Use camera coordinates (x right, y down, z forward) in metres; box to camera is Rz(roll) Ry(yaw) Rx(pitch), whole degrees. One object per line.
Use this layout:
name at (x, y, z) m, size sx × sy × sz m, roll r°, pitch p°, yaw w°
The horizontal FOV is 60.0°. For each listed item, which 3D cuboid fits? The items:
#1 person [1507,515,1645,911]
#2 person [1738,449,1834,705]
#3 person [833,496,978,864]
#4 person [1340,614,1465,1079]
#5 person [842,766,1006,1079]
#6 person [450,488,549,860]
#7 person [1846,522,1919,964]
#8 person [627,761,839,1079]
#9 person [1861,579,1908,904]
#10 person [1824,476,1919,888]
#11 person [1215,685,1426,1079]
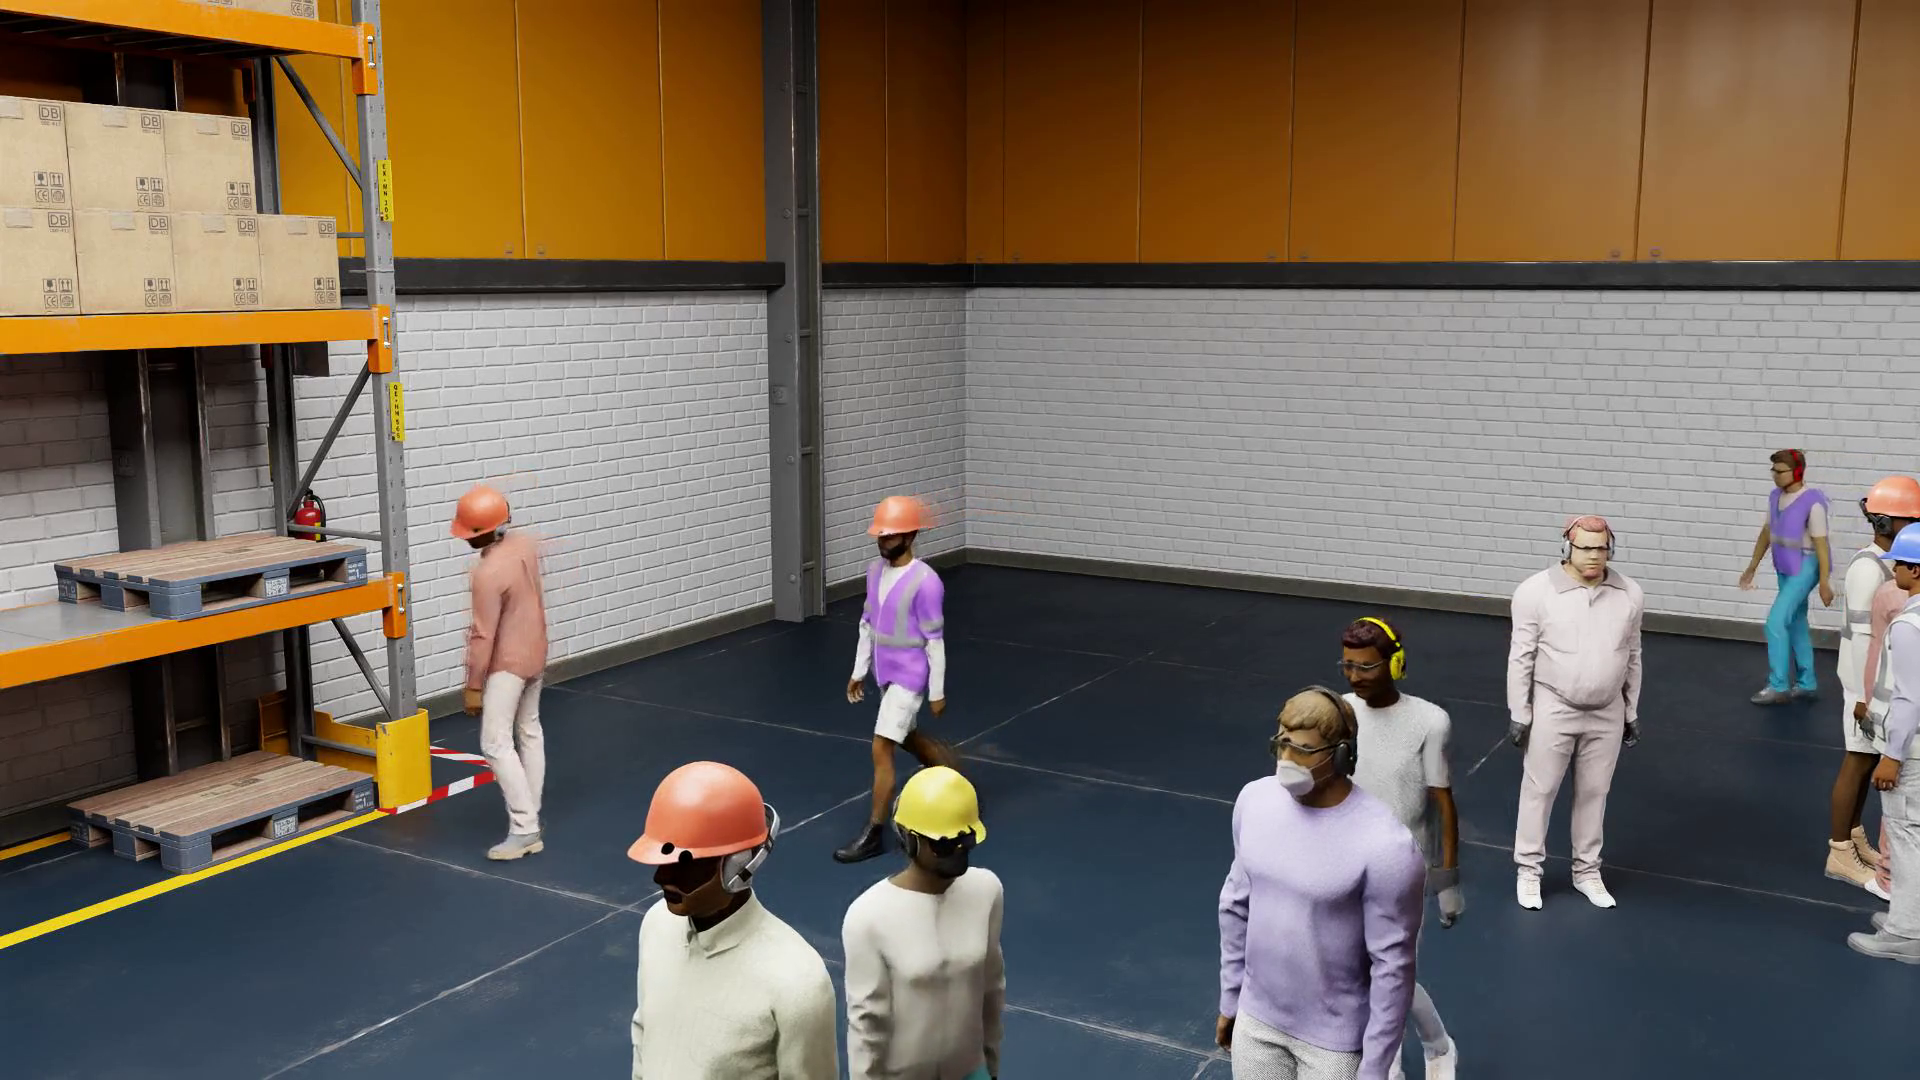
person at (2.937, 0.821, 7.918) m, size 0.651 × 1.904 × 0.403 m, roll 0°, pitch 9°, yaw -3°
person at (5.815, 0.261, 11.733) m, size 0.722 × 1.807 × 0.569 m, roll 0°, pitch 9°, yaw 1°
person at (-0.262, 0.691, 8.771) m, size 0.958 × 1.900 × 0.545 m, roll -6°, pitch 11°, yaw -34°
person at (1.519, 1.176, 5.913) m, size 0.405 × 1.837 × 0.547 m, roll -8°, pitch 12°, yaw -40°
person at (-0.074, 1.452, 4.450) m, size 0.537 × 1.755 × 0.349 m, roll -6°, pitch 11°, yaw -31°
person at (-2.363, 0.675, 8.736) m, size 0.381 × 1.945 × 0.711 m, roll 2°, pitch 9°, yaw 12°
person at (4.214, 0.890, 7.356) m, size 0.606 × 1.947 × 0.406 m, roll -8°, pitch 12°, yaw -40°
person at (-0.528, 1.454, 3.685) m, size 0.622 × 1.993 × 0.381 m, roll 8°, pitch 12°, yaw 41°
person at (4.653, 0.814, 7.947) m, size 0.643 × 1.913 × 0.411 m, roll 3°, pitch 9°, yaw 16°
person at (4.574, 0.697, 8.263) m, size 0.374 × 2.042 × 0.615 m, roll 7°, pitch 12°, yaw 38°
person at (0.950, 1.342, 4.563) m, size 0.372 × 1.940 × 0.632 m, roll -7°, pitch 12°, yaw -39°
